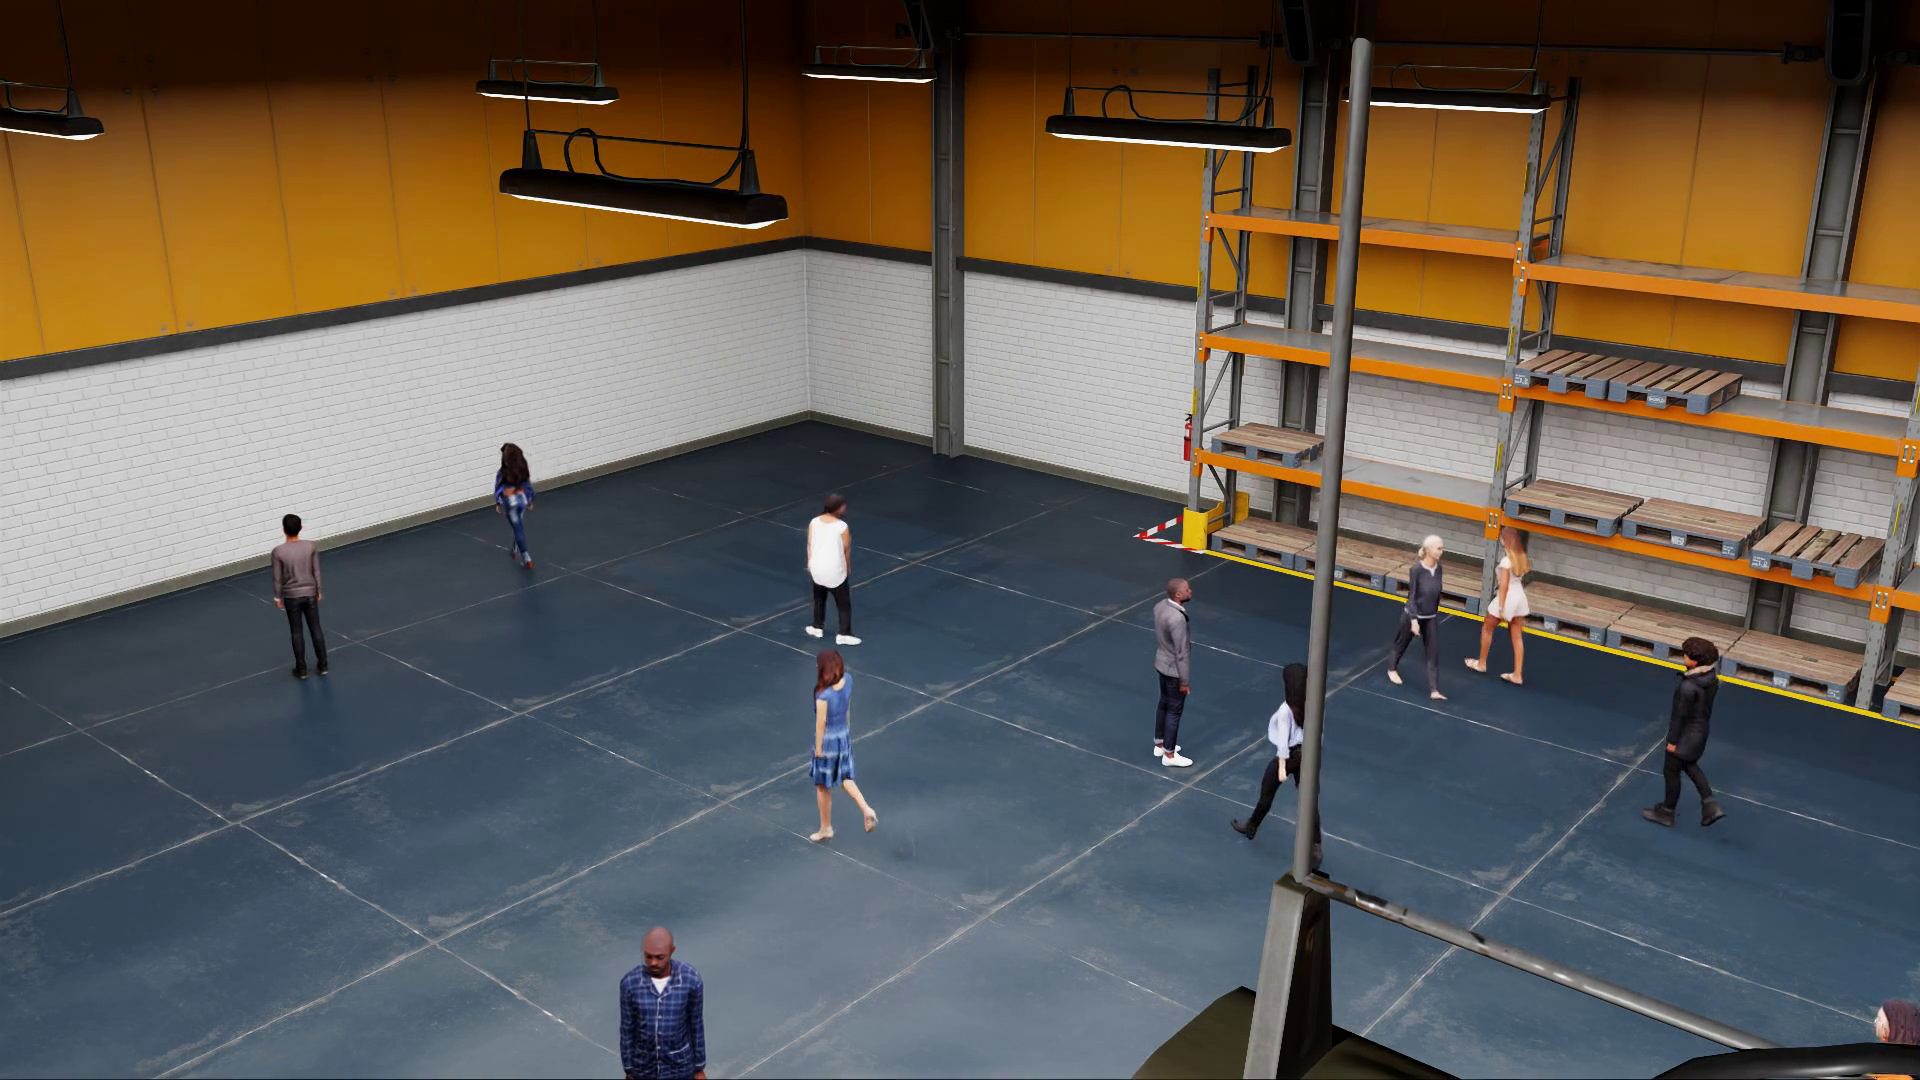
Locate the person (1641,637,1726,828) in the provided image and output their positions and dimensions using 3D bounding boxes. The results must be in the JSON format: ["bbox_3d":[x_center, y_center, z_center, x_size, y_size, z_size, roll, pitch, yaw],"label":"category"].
[{"bbox_3d":[6.273,1.675,14.171,0.736,1.767,0.960,-15,23,-37],"label":"person"}]

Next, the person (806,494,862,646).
[{"bbox_3d":[-1.477,0.306,18.383,0.626,1.673,0.991,7,20,19],"label":"person"}]

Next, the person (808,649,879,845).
[{"bbox_3d":[-0.999,1.756,13.885,0.925,1.795,0.779,10,21,27],"label":"person"}]

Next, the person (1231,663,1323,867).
[{"bbox_3d":[2.810,1.878,13.669,0.769,1.703,1.129,-16,25,-40],"label":"person"}]

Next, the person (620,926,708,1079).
[{"bbox_3d":[-1.774,3.088,9.892,0.764,1.820,0.809,-3,19,-9],"label":"person"}]

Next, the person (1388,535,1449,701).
[{"bbox_3d":[4.651,0.760,17.034,1.004,1.673,1.208,-6,19,-17],"label":"person"}]

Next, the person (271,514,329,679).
[{"bbox_3d":[-6.910,0.582,17.416,0.686,1.767,0.611,15,24,38],"label":"person"}]

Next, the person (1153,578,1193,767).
[{"bbox_3d":[1.973,1.208,15.480,0.868,1.817,0.774,-4,19,-11],"label":"person"}]

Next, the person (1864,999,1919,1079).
[{"bbox_3d":[5.277,3.372,9.233,1.212,1.702,0.849,7,20,19],"label":"person"}]

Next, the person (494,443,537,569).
[{"bbox_3d":[-5.470,-0.412,20.632,0.821,1.598,0.655,17,25,40],"label":"person"}]

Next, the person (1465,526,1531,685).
[{"bbox_3d":[5.756,0.705,17.214,0.744,1.662,0.966,-11,21,-29],"label":"person"}]
